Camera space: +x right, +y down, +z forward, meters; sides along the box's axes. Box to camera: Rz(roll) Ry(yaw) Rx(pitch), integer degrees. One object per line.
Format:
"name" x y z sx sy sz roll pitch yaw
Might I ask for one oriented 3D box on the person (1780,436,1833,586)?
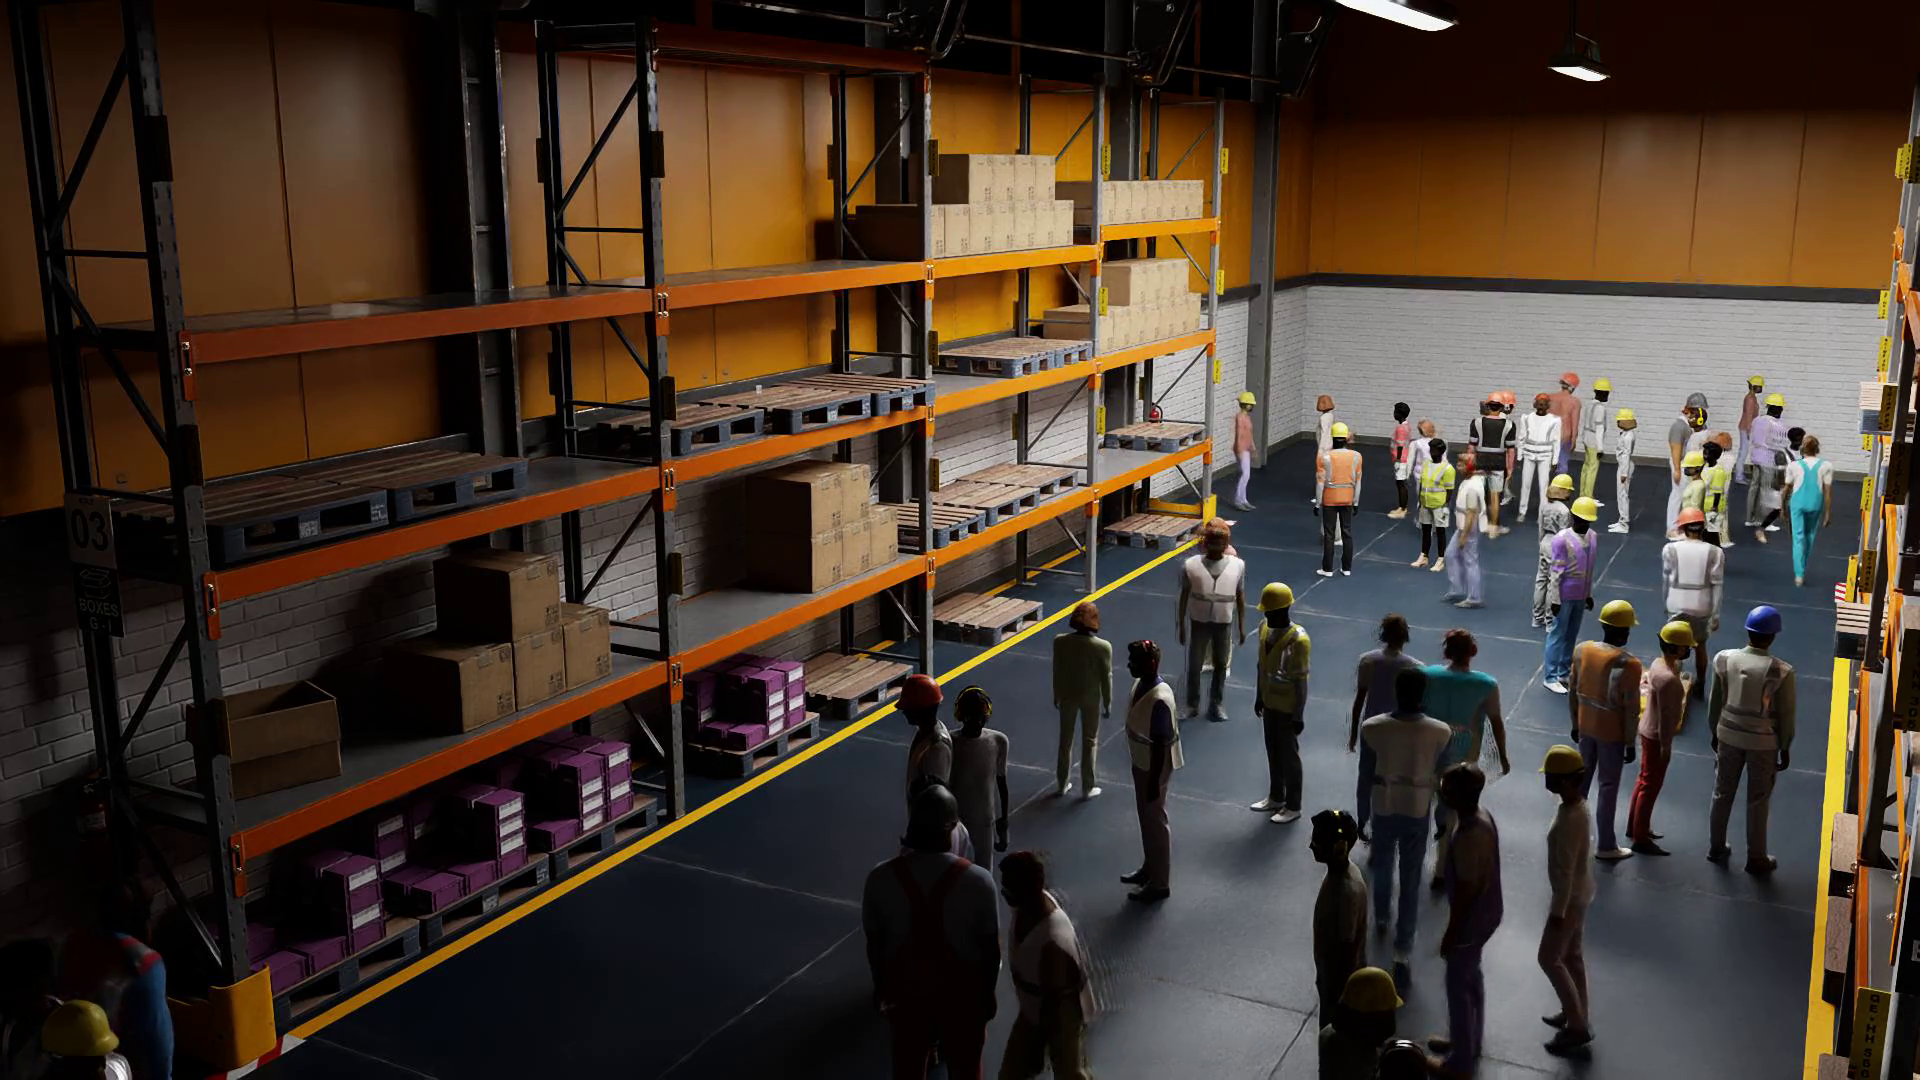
"person" 10.360 -0.384 20.397 0.529 1.780 1.019 5 13 20

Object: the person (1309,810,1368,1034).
"person" 1.892 2.250 8.445 0.329 1.863 0.508 1 13 4

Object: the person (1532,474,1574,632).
"person" 6.510 0.139 18.178 0.305 1.737 0.484 -3 13 -14

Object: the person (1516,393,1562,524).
"person" 8.239 -1.168 23.712 0.580 1.879 0.351 7 15 30

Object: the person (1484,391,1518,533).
"person" 7.485 -1.086 23.102 0.407 1.986 0.616 -3 13 -11

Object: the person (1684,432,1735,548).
"person" 9.951 -0.641 21.996 0.855 1.592 0.500 -8 15 -32

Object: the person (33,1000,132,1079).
"person" -3.461 2.677 6.623 0.403 1.825 0.591 4 13 19

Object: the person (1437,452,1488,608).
"person" 5.741 -0.107 19.074 0.635 1.818 0.594 3 13 12

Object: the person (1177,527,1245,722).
"person" 2.257 0.763 15.199 0.677 1.812 0.378 0 13 1

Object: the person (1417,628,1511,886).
"person" 3.589 1.514 11.858 0.612 1.803 0.845 10 16 38

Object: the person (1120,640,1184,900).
"person" 1.332 1.575 11.527 0.394 1.836 0.561 -2 13 -10

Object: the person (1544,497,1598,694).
"person" 5.928 0.519 16.059 0.589 1.919 0.392 -8 15 -33

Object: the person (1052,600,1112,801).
"person" 0.972 1.281 13.315 0.501 1.625 0.292 5 14 21

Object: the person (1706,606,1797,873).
"person" 5.678 1.422 11.954 0.391 1.948 0.605 -10 16 -39

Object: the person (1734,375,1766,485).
"person" 12.650 -1.762 26.641 0.341 1.761 0.526 6 14 25

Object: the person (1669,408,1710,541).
"person" 9.811 -0.844 22.274 0.324 1.871 0.526 1 13 3

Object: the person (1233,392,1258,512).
"person" 4.228 -1.309 24.605 0.370 1.762 0.550 4 13 19

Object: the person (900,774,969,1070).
"person" -0.159 2.130 9.347 0.321 1.697 0.529 10 16 37

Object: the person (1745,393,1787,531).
"person" 11.287 -1.094 23.279 0.383 1.922 0.587 -3 13 -12

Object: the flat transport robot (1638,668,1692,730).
"flat transport robot" 6.475 1.447 15.622 0.652 0.197 1.431 6 14 26

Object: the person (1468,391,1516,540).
"person" 7.236 -1.014 22.693 0.612 2.029 0.407 4 13 16

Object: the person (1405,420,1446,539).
"person" 6.397 -0.854 22.923 0.526 1.591 0.847 -2 13 -8

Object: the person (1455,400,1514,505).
"person" 7.937 -1.306 24.942 0.827 1.605 0.513 -2 13 -10

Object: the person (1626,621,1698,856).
"person" 5.195 1.446 12.288 0.352 1.757 0.521 4 13 17

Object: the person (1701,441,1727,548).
"person" 9.308 -0.386 20.652 0.322 1.688 0.531 0 13 -2

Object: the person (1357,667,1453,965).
"person" 2.856 1.744 10.718 0.589 1.869 1.026 3 13 15

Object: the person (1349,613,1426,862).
"person" 3.222 1.415 12.320 0.530 1.796 0.911 10 16 37

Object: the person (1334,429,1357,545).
"person" 5.122 -0.710 22.255 0.351 1.613 0.584 2 13 11

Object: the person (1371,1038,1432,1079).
"person" 1.636 2.749 6.264 0.508 1.839 0.339 1 13 6

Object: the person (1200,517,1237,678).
"person" 2.526 0.573 16.462 0.264 1.632 0.508 -9 15 -35

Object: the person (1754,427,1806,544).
"person" 10.992 -0.706 22.134 0.533 1.671 0.717 -3 13 -12

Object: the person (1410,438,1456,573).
"person" 5.952 -0.446 20.886 0.318 1.696 0.532 -8 15 -32

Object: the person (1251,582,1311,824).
"person" 2.452 1.247 12.837 0.424 1.908 0.586 -5 14 -22

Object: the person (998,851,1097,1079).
"person" 0.340 2.354 8.102 0.832 1.797 0.564 -5 13 -20

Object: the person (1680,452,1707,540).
"person" 8.547 -0.161 19.475 0.339 1.761 0.524 5 13 20

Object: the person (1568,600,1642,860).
"person" 4.726 1.377 12.199 0.388 1.927 0.589 -7 14 -28

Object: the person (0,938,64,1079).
"person" -3.760 2.544 7.015 0.955 1.931 0.600 -10 16 -38

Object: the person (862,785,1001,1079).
"person" -0.119 2.186 8.321 0.673 2.000 0.536 2 13 9

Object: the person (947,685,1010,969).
"person" 0.065 1.805 10.444 0.510 1.860 0.333 -2 13 -10

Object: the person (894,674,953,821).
"person" -0.217 1.768 10.457 0.387 1.929 0.543 -2 13 -9

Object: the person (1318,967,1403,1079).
"person" 1.677 2.625 7.055 0.337 1.735 0.488 -4 13 -17

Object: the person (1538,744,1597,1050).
"person" 3.489 2.047 9.604 0.400 1.749 0.546 6 14 25

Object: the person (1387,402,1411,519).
"person" 6.380 -1.153 24.067 0.322 1.689 0.530 4 13 17

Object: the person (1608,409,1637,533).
"person" 9.210 -0.966 23.138 0.321 1.737 0.489 5 14 21

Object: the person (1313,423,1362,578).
"person" 4.652 -0.490 20.557 0.589 1.928 0.386 -2 13 -8

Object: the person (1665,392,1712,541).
"person" 9.940 -0.998 22.576 0.687 2.000 0.536 -9 15 -35

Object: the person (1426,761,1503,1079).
"person" 2.801 2.097 9.207 0.378 1.832 0.518 5 14 22

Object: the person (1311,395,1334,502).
"person" 5.511 -1.381 25.212 0.265 1.632 0.508 6 14 24

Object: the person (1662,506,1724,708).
"person" 6.851 0.638 15.618 0.540 1.891 0.813 5 13 20

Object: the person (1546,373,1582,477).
"person" 9.173 -1.588 25.497 0.631 1.933 0.993 12 17 42

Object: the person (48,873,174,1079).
"person" -3.903 2.440 7.708 0.643 1.813 0.484 6 14 24

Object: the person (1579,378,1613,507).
"person" 9.526 -1.467 24.940 0.375 1.925 0.607 1 13 5
